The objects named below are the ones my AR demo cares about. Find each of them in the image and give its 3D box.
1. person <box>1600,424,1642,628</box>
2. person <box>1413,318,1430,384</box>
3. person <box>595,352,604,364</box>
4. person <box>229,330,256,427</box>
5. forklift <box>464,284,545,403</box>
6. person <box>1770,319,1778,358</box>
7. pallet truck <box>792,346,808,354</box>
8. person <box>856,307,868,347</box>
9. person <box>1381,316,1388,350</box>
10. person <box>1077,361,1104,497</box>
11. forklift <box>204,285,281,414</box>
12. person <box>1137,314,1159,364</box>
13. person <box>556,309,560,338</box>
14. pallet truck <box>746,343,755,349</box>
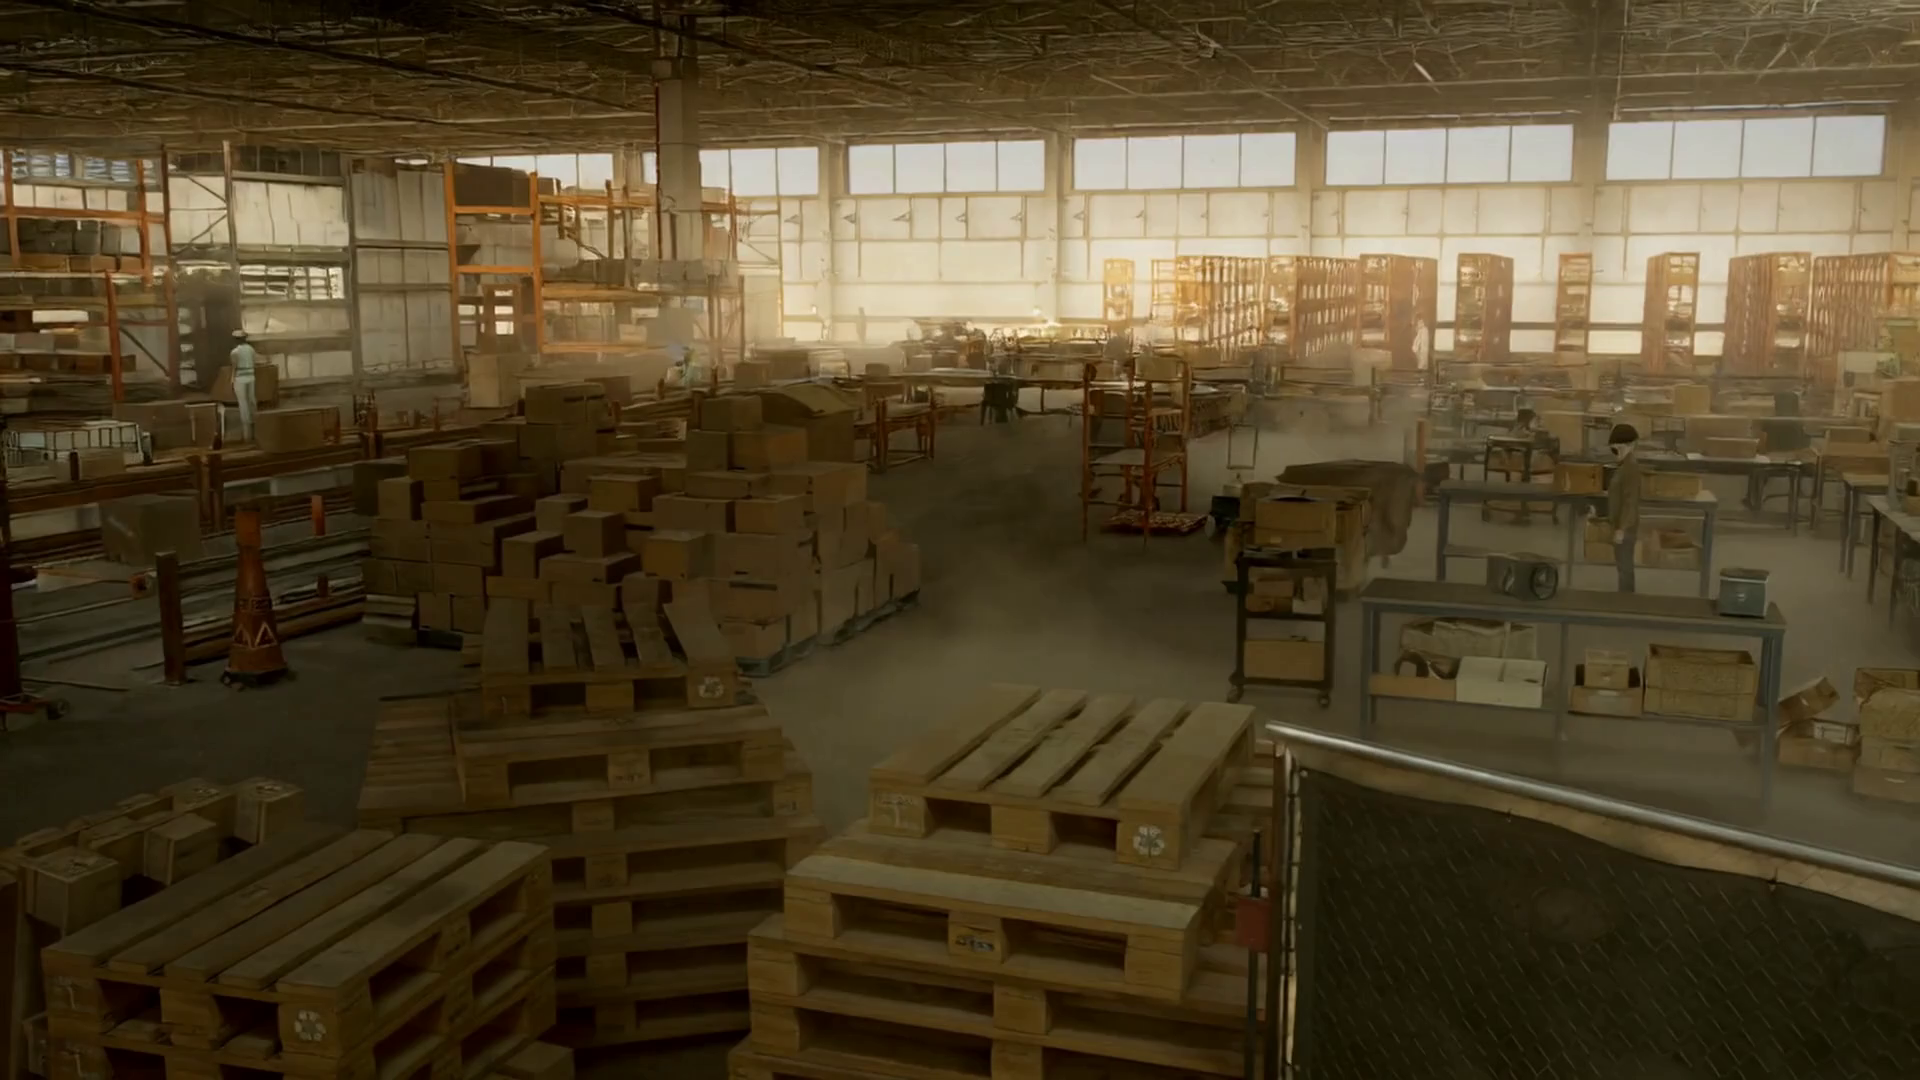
[{"bbox_3d":[5.701,-0.117,14.336,0.320,1.763,0.522,3,10,20],"label":"person"},{"bbox_3d":[12.060,-4.842,43.540,0.409,1.909,0.640,3,10,20],"label":"person"},{"bbox_3d":[-11.200,-6.078,51.561,0.403,1.825,0.586,3,10,20],"label":"person"},{"bbox_3d":[-14.332,-3.215,33.219,0.395,1.941,0.601,3,10,20],"label":"person"},{"bbox_3d":[-10.832,-4.702,39.610,1.129,2.768,1.873,3,10,20],"label":"forklift"},{"bbox_3d":[27.987,-6.989,57.277,0.425,1.821,0.617,1,9,8],"label":"person"},{"bbox_3d":[-3.705,-4.298,42.022,0.653,1.274,1.630,3,10,20],"label":"pallet truck"},{"bbox_3d":[-3.576,-7.499,60.241,0.409,1.904,0.640,3,10,20],"label":"person"},{"bbox_3d":[13.222,-6.107,51.691,0.390,1.839,0.564,3,10,20],"label":"person"},{"bbox_3d":[1.805,-1.519,22.814,0.329,1.865,0.508,3,10,20],"label":"person"},{"bbox_3d":[-15.895,-4.124,35.983,1.873,2.768,1.129,0,9,0],"label":"forklift"},{"bbox_3d":[6.414,-6.791,56.412,0.907,1.696,0.584,-2,9,-14],"label":"person"},{"bbox_3d":[-14.417,-7.451,60.180,0.403,1.825,0.586,3,10,20],"label":"person"},{"bbox_3d":[-6.183,-4.618,44.264,1.601,1.201,0.680,-9,12,-43],"label":"pallet truck"}]
